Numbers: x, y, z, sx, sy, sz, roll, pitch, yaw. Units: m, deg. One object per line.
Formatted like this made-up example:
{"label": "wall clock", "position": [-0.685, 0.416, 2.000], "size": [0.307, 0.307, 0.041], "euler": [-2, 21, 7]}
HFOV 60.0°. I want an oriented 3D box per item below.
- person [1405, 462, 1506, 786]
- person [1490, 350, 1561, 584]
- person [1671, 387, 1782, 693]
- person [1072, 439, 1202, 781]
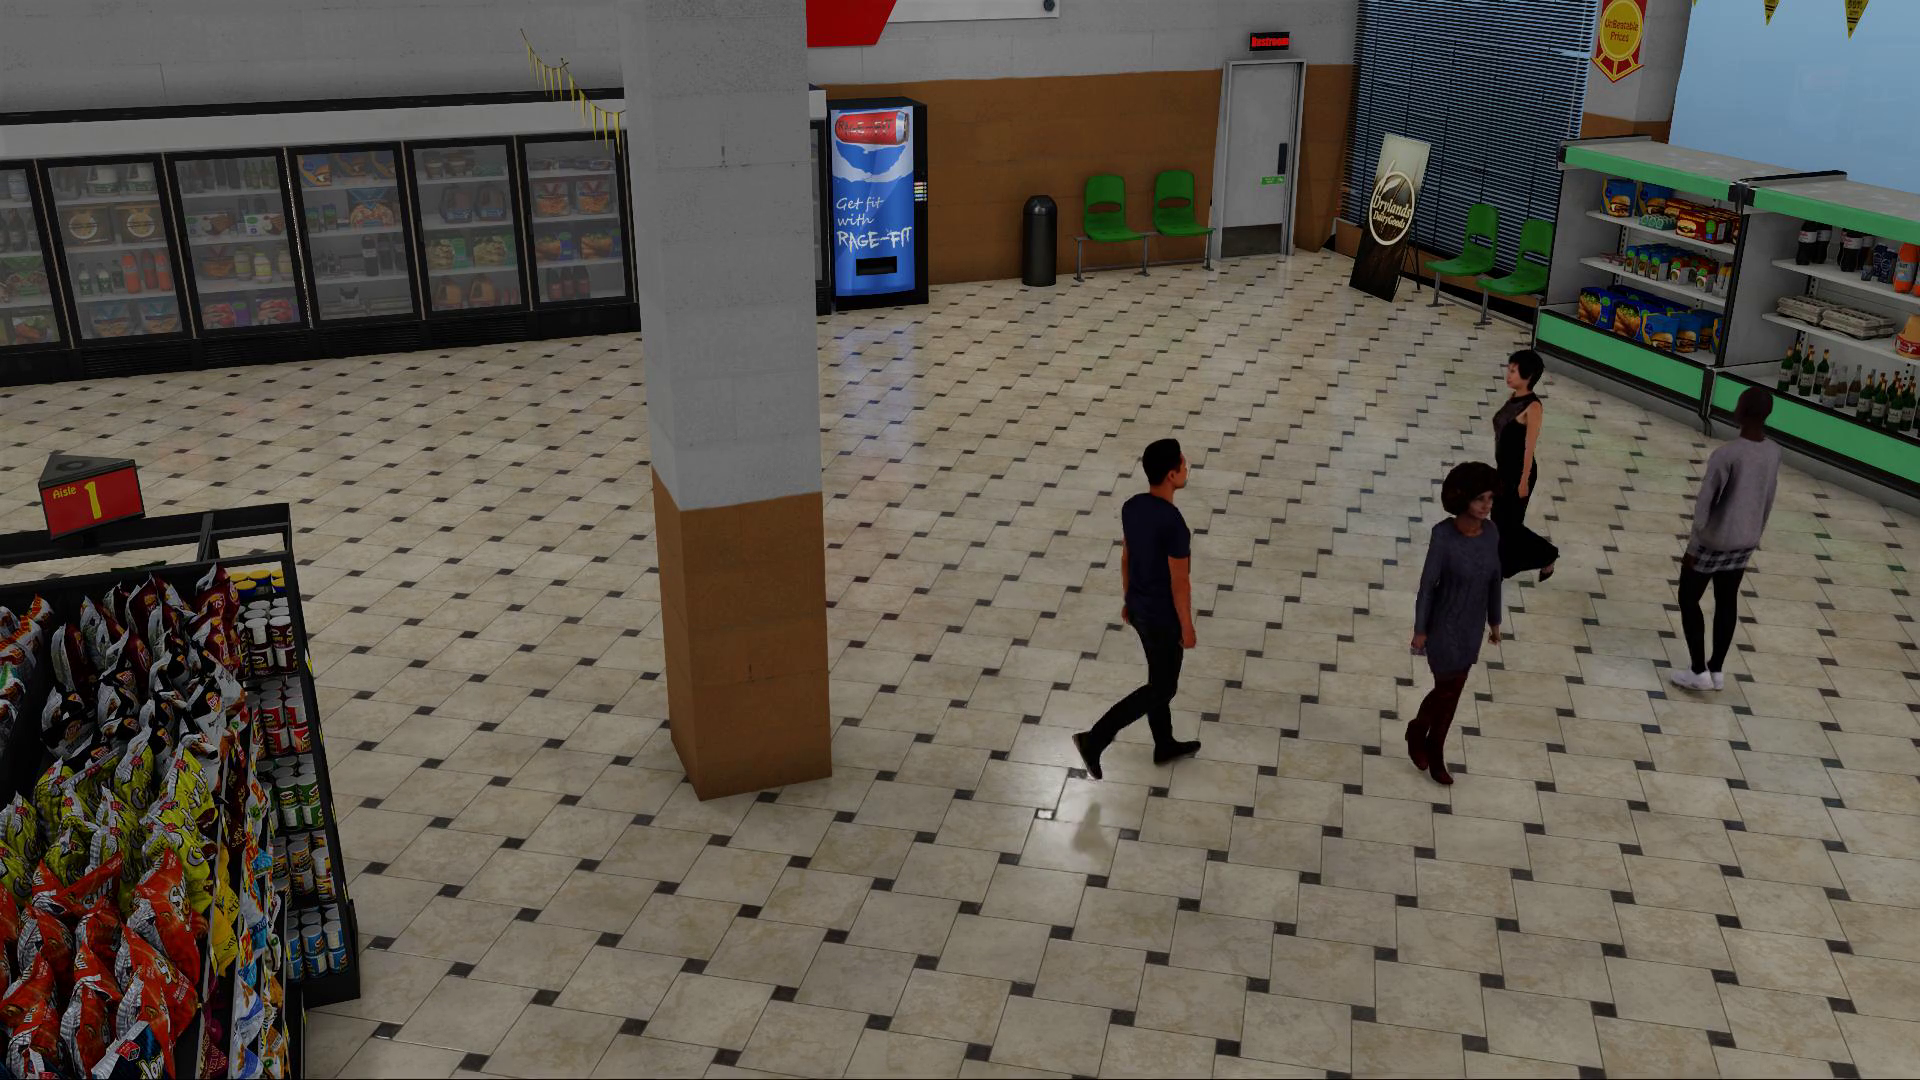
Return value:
{"label": "person", "position": [2.407, 0.408, 8.295], "size": [0.636, 1.700, 0.650], "euler": [-10, 24, -24]}
{"label": "person", "position": [3.569, -0.409, 10.474], "size": [0.761, 1.593, 0.779], "euler": [-1, 22, -3]}
{"label": "person", "position": [4.232, 0.022, 9.163], "size": [0.629, 1.770, 0.575], "euler": [-7, 23, -17]}
{"label": "person", "position": [0.900, 0.384, 8.256], "size": [0.741, 1.773, 0.948], "euler": [-9, 24, -22]}
